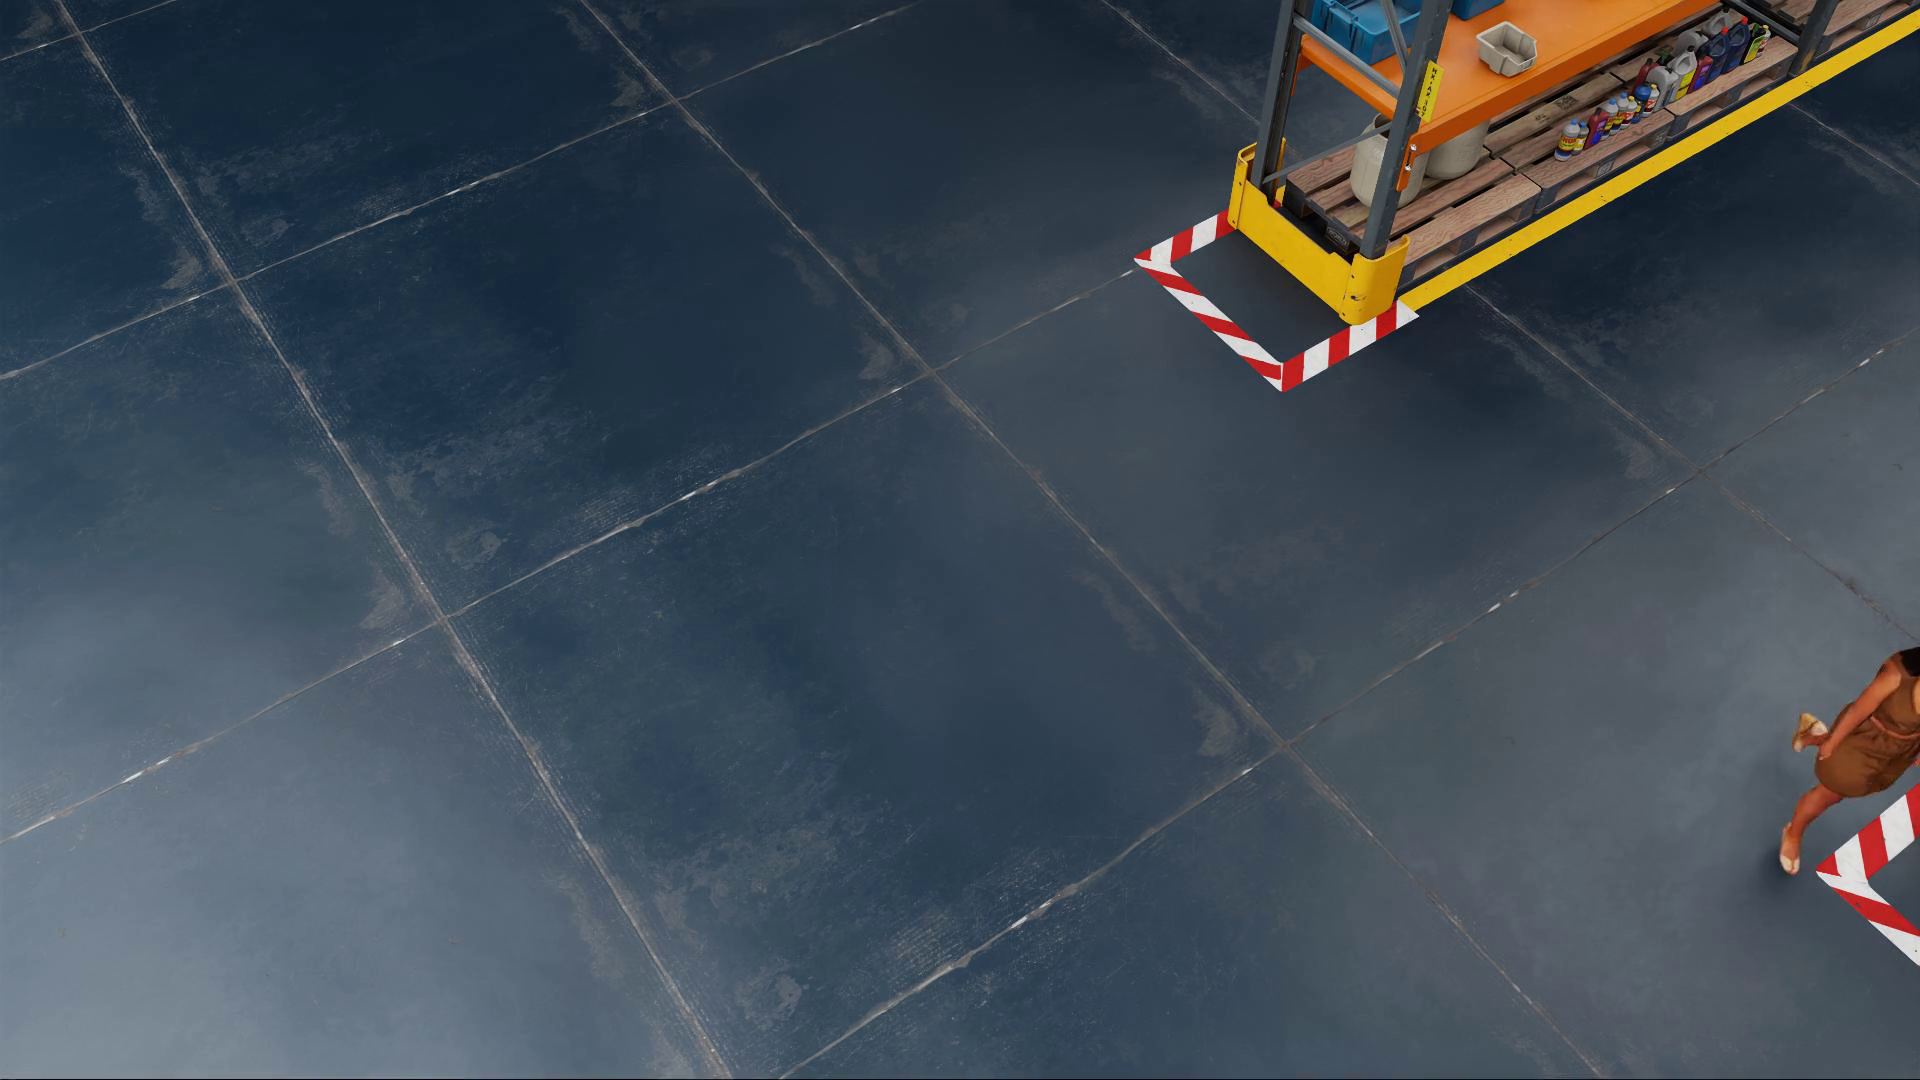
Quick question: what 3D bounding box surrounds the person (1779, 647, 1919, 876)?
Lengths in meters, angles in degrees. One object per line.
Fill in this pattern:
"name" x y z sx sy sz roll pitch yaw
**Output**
"person" 3.867 0.790 7.064 0.936 1.663 0.945 4 52 3
